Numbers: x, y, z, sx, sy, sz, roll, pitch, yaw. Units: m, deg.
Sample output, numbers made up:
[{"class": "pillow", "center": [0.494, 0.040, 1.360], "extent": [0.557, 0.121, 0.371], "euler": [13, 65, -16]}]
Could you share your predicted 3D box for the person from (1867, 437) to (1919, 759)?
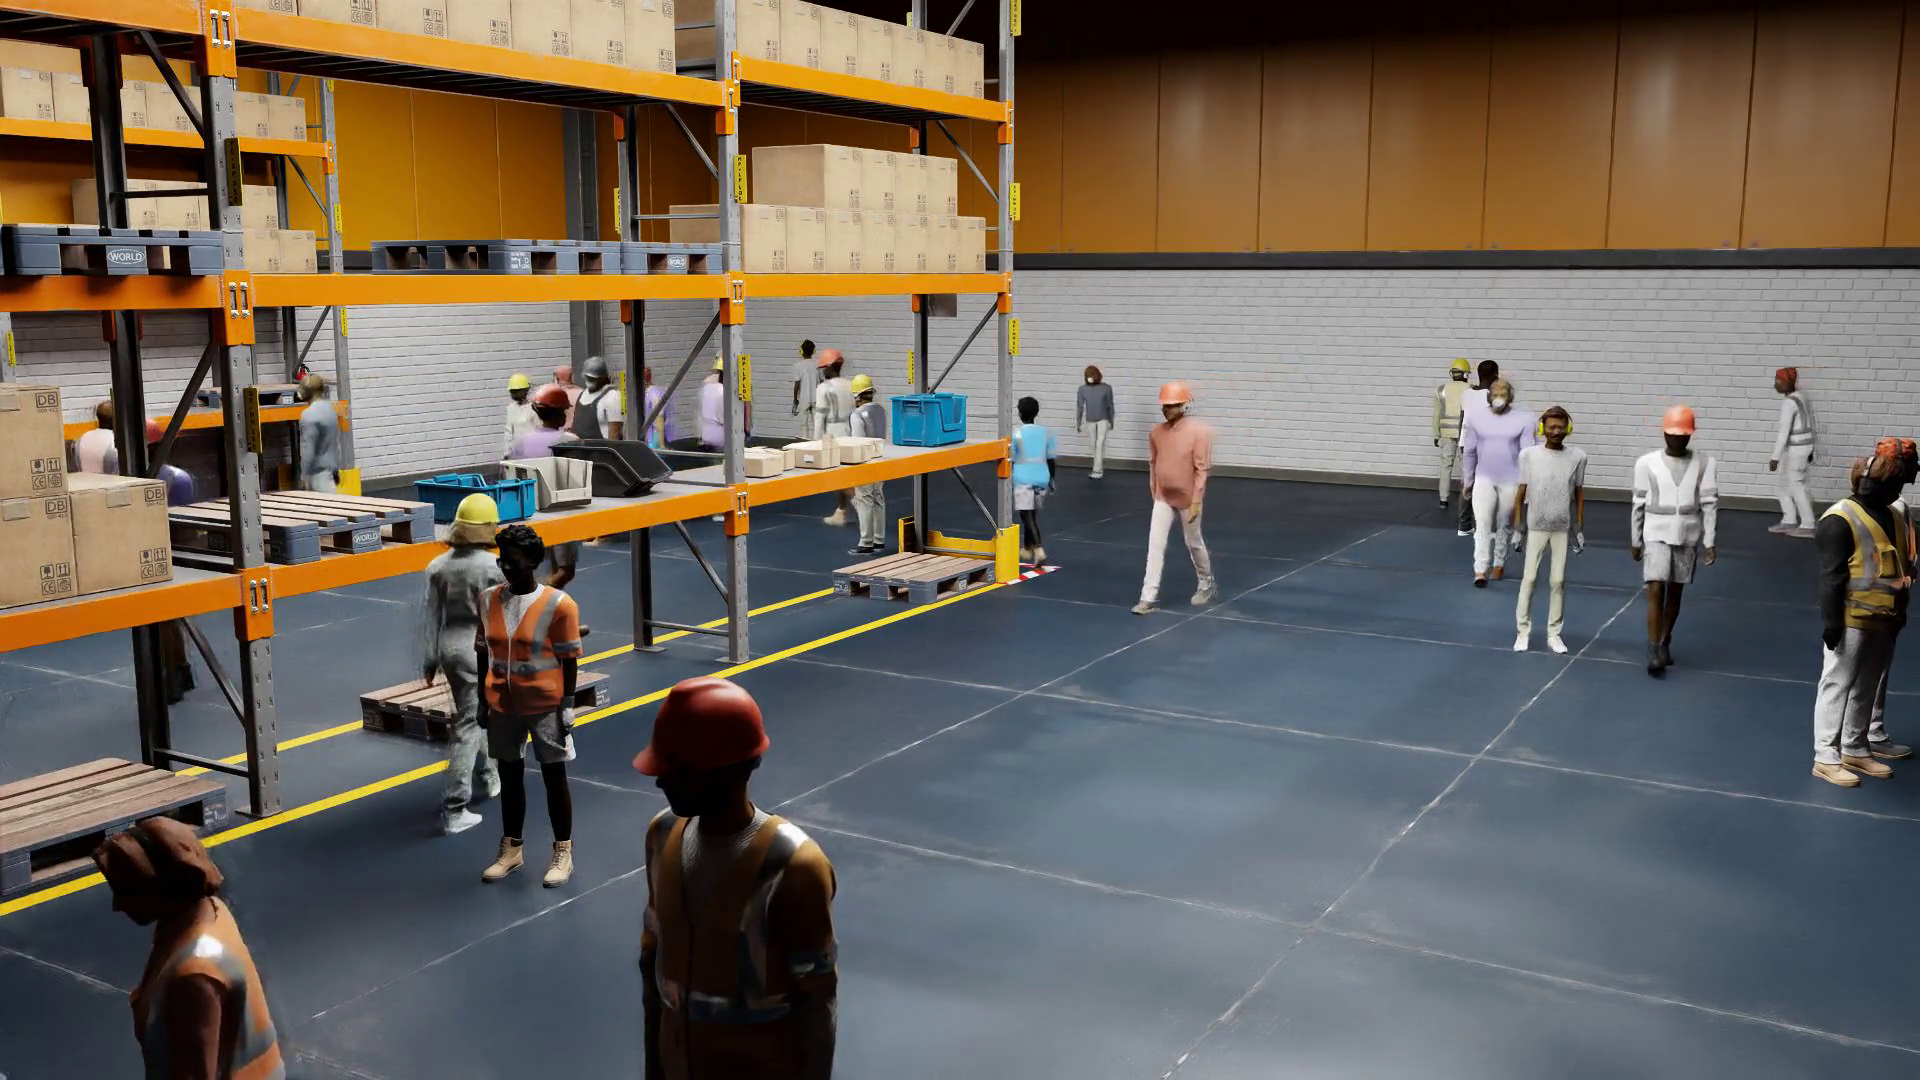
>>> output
[{"class": "person", "center": [5.449, 0.334, 9.826], "extent": [0.353, 1.883, 0.573], "euler": [2, 9, 11]}]

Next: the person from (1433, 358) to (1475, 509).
[{"class": "person", "center": [6.012, -1.278, 20.074], "extent": [0.586, 1.823, 0.403], "euler": [5, 10, 28]}]

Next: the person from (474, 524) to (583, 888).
[{"class": "person", "center": [-2.012, 0.765, 7.719], "extent": [0.539, 1.696, 0.317], "euler": [2, 9, 14]}]

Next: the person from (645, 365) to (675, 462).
[{"class": "person", "center": [-3.496, -1.091, 18.930], "extent": [0.487, 1.813, 0.600], "euler": [-3, 9, -16]}]

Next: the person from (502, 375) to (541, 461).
[{"class": "person", "center": [-4.850, -0.970, 18.496], "extent": [0.538, 1.721, 0.920], "euler": [7, 11, 36]}]

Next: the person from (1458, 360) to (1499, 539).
[{"class": "person", "center": [5.582, -0.972, 17.877], "extent": [0.370, 1.915, 0.596], "euler": [-4, 10, -22]}]

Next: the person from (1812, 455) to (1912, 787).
[{"class": "person", "center": [5.044, 0.441, 9.290], "extent": [0.633, 1.841, 0.429], "euler": [-5, 11, -30]}]

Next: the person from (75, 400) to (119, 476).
[{"class": "person", "center": [-6.832, -0.228, 13.514], "extent": [0.650, 1.823, 0.466], "euler": [4, 10, 25]}]

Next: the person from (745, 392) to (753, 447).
[{"class": "person", "center": [-3.141, -1.670, 23.178], "extent": [0.517, 1.618, 0.368], "euler": [1, 9, 5]}]

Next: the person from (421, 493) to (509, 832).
[{"class": "person", "center": [-2.479, 0.607, 8.668], "extent": [0.486, 1.704, 0.855], "euler": [3, 10, 20]}]

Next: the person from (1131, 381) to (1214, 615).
[{"class": "person", "center": [1.846, -0.367, 14.030], "extent": [0.613, 1.951, 1.014], "euler": [7, 11, 37]}]

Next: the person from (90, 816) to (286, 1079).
[{"class": "person", "center": [-1.832, 1.422, 3.918], "extent": [0.820, 1.591, 0.565], "euler": [-5, 10, -28]}]

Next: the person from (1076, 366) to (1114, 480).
[{"class": "person", "center": [1.857, -1.613, 22.914], "extent": [0.507, 1.569, 0.888], "euler": [3, 10, 20]}]

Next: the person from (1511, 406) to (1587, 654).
[{"class": "person", "center": [4.409, -0.076, 12.445], "extent": [0.533, 1.864, 0.310], "euler": [1, 9, 9]}]

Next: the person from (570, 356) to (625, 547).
[{"class": "person", "center": [-3.762, -0.953, 17.367], "extent": [0.645, 2.000, 0.692], "euler": [-9, 13, -44]}]

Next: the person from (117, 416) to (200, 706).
[{"class": "person", "center": [-5.349, 0.141, 10.957], "extent": [0.558, 1.906, 0.753], "euler": [3, 10, 19]}]

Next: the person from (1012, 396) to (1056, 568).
[{"class": "person", "center": [0.701, -0.567, 16.169], "extent": [0.530, 1.660, 0.842], "euler": [-4, 10, -24]}]

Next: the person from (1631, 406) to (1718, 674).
[{"class": "person", "center": [5.074, 0.005, 11.813], "extent": [0.548, 1.900, 0.850], "euler": [2, 9, 13]}]

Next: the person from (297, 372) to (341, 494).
[{"class": "person", "center": [-6.132, -0.666, 16.069], "extent": [0.985, 1.892, 0.643], "euler": [-1, 9, -4]}]

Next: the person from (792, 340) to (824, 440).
[{"class": "person", "center": [-2.235, -2.019, 24.577], "extent": [0.535, 1.863, 0.309], "euler": [-5, 10, -26]}]

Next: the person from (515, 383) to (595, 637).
[{"class": "person", "center": [-3.137, -0.172, 12.592], "extent": [0.610, 2.020, 0.818], "euler": [6, 11, 33]}]

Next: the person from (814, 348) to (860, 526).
[{"class": "person", "center": [-1.303, -1.114, 18.475], "extent": [0.709, 2.010, 0.652], "euler": [7, 11, 36]}]

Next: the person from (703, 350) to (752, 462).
[{"class": "person", "center": [-2.873, -1.378, 20.456], "extent": [0.641, 1.905, 0.410], "euler": [-5, 10, -29]}]

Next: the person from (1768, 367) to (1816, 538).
[{"class": "person", "center": [8.976, -0.936, 17.882], "extent": [0.594, 1.840, 0.611], "euler": [6, 11, 35]}]

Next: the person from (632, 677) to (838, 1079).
[{"class": "person", "center": [-0.549, 1.258, 3.897], "extent": [0.551, 1.933, 0.369], "euler": [6, 11, 33]}]

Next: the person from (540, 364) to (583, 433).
[{"class": "person", "center": [-4.132, -0.937, 17.801], "extent": [0.658, 1.880, 0.627], "euler": [-7, 12, -38]}]

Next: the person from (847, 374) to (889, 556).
[{"class": "person", "center": [-0.952, -0.753, 16.778], "extent": [0.404, 1.828, 0.592], "euler": [5, 10, 28]}]

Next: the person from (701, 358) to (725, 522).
[{"class": "person", "center": [-2.743, -1.141, 18.990], "extent": [0.546, 1.897, 0.631], "euler": [-8, 12, -39]}]

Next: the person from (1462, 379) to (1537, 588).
[{"class": "person", "center": [4.890, -0.515, 15.119], "extent": [0.653, 1.882, 1.007], "euler": [4, 10, 22]}]
